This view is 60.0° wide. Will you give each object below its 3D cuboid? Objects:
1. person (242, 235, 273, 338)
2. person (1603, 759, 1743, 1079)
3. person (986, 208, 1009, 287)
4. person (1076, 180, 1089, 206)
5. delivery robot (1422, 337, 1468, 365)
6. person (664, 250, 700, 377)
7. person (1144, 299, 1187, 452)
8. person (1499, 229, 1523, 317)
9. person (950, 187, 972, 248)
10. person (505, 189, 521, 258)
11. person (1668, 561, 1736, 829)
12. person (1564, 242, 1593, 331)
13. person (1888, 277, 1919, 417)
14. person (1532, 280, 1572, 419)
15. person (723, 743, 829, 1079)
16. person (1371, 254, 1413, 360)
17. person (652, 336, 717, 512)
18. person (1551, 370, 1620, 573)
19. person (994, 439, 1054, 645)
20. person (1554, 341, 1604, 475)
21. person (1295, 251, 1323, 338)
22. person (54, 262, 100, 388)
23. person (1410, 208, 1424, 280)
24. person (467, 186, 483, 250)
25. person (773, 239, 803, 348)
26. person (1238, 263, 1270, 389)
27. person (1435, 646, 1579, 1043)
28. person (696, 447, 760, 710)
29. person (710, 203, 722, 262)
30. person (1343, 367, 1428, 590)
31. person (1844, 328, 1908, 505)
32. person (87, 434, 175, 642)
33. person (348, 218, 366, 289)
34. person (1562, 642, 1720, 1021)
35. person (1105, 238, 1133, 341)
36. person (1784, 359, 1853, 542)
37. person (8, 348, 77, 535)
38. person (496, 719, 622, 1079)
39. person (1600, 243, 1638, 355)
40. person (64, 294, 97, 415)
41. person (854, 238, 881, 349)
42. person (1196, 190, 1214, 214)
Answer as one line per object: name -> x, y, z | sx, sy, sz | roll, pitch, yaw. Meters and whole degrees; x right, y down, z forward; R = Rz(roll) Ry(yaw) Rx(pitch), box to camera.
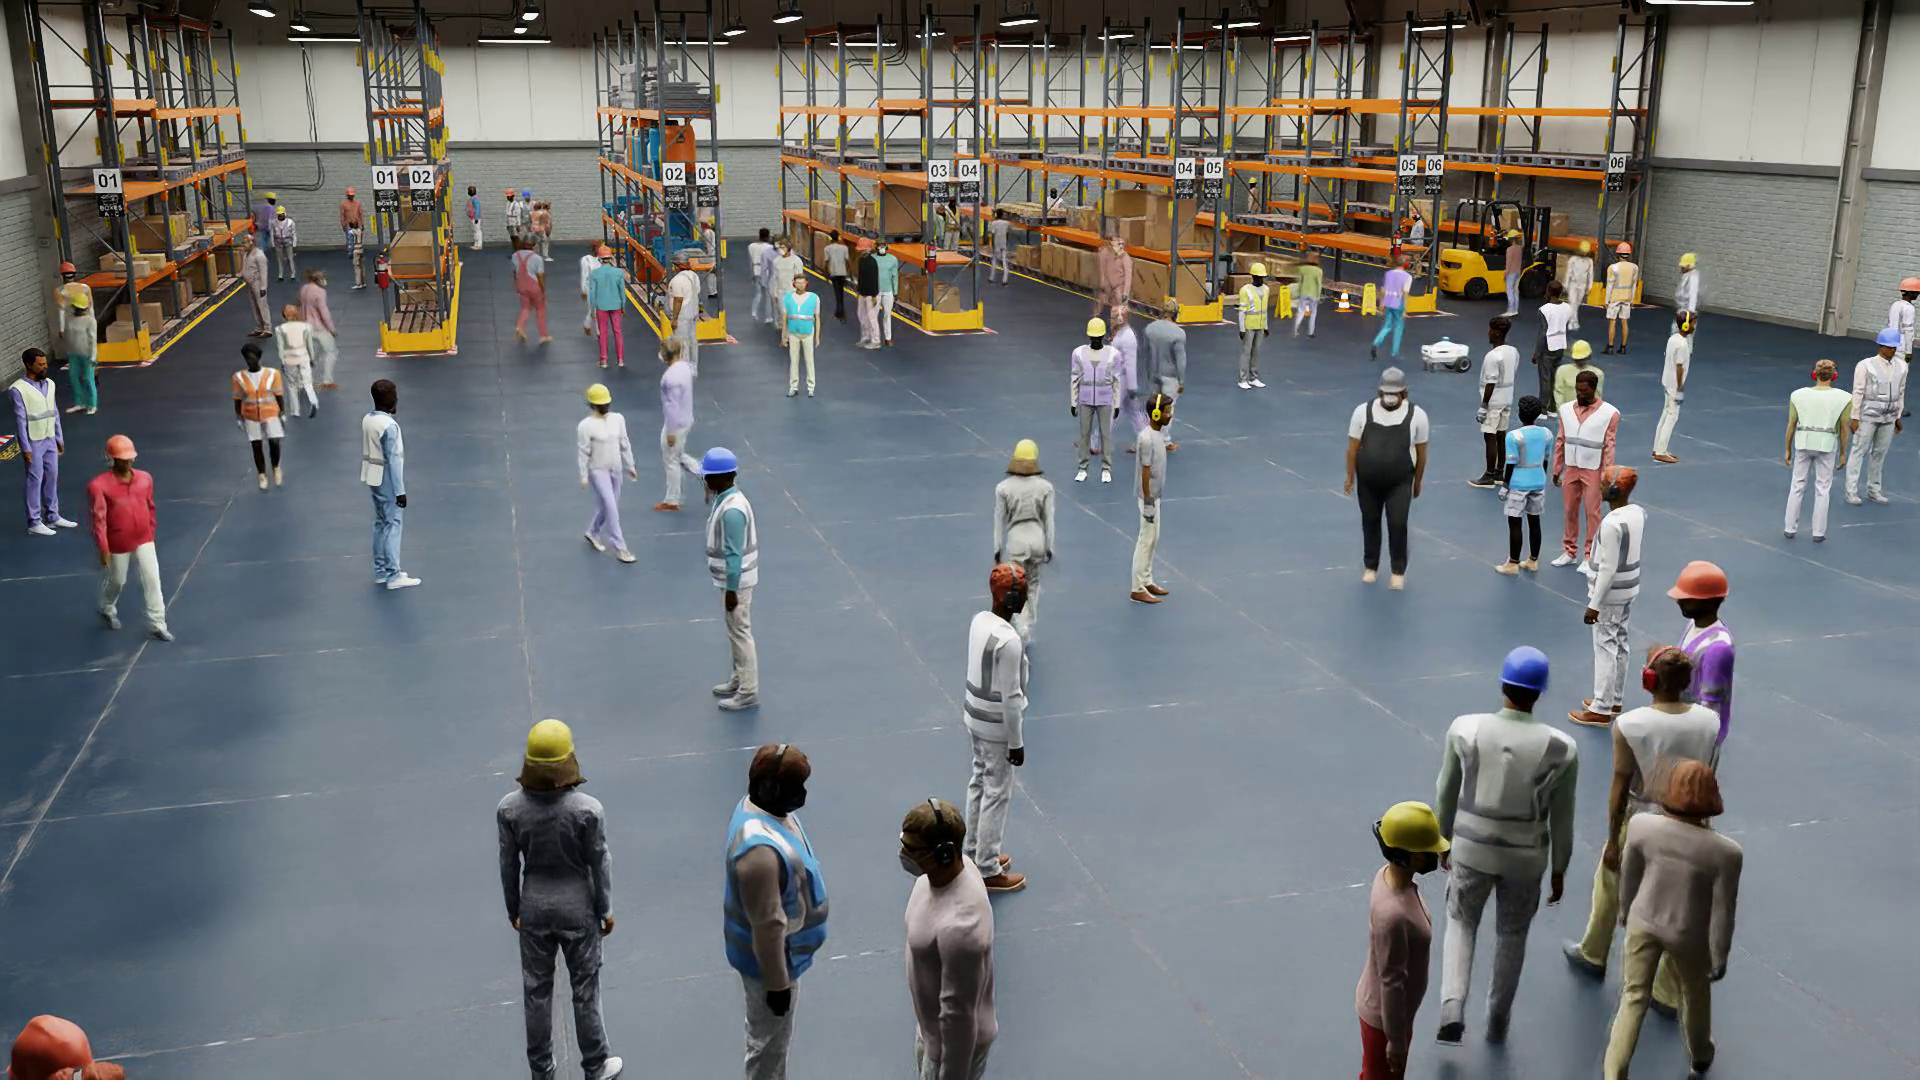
person -> -13.118, -4.716, 30.944 | 0.648, 1.904, 0.401 | 14, 20, 42
person -> 3.143, 1.722, 7.343 | 0.515, 1.582, 0.839 | 12, 19, 37
person -> 0.924, -6.977, 39.614 | 0.511, 1.823, 0.966 | -5, 16, -19
person -> 3.725, -9.962, 50.624 | 0.411, 1.938, 0.614 | 5, 16, 19
delivery robot -> 7.908, -3.063, 27.130 | 0.707, 0.478, 0.477 | -3, 15, -12
person -> -4.428, -3.571, 26.373 | 0.538, 2.000, 0.684 | 5, 16, 18
person -> 2.584, -2.054, 20.897 | 0.390, 1.928, 0.636 | -13, 20, -41
person -> 11.267, -5.450, 33.974 | 0.533, 1.767, 0.326 | -13, 20, -40
person -> 0.009, -9.577, 49.045 | 1.026, 1.993, 0.638 | -11, 19, -36
person -> -12.412, -8.764, 46.141 | 0.384, 1.929, 0.547 | -14, 20, -42
person -> 4.036, 1.051, 9.205 | 0.385, 1.929, 0.545 | 4, 15, 13
person -> 11.831, -4.825, 31.751 | 0.499, 1.681, 0.918 | 0, 15, -1
person -> 13.209, -2.709, 23.329 | 0.354, 1.939, 0.545 | 1, 15, 3
person -> 8.209, -2.643, 23.116 | 0.591, 1.919, 0.391 | -10, 18, -33
person -> -0.755, 1.713, 6.890 | 0.430, 1.837, 0.619 | -1, 15, -5
person -> 7.315, -3.926, 28.163 | 0.715, 1.809, 0.584 | -9, 17, -31
person -> -2.978, -1.230, 17.790 | 0.663, 1.924, 0.644 | 1, 15, 4
person -> 5.875, -0.660, 15.687 | 0.415, 1.907, 0.595 | -12, 19, -39
person -> 0.533, 0.069, 13.319 | 0.492, 1.714, 0.635 | -2, 15, -9
person -> 6.993, -1.417, 18.871 | 0.532, 1.715, 0.616 | 4, 15, 13
person -> 6.442, -4.525, 30.762 | 0.511, 1.621, 0.485 | 11, 18, 36
person -> -13.586, -3.297, 25.562 | 0.375, 1.927, 0.543 | 13, 19, 40
person -> 11.185, -7.259, 40.824 | 0.354, 1.743, 0.566 | 0, 15, 1
person -> -14.318, -9.497, 49.058 | 0.430, 1.845, 0.624 | -7, 16, -23
person -> -3.069, -4.396, 29.699 | 0.627, 1.933, 0.373 | 9, 17, 30
person -> 4.527, -3.285, 25.515 | 0.594, 1.924, 0.382 | -11, 18, -35
person -> 2.502, 1.454, 7.707 | 0.626, 1.919, 0.688 | 6, 16, 22
person -> -1.681, 0.272, 12.125 | 0.421, 1.938, 0.605 | -4, 15, -14
person -> -6.655, -8.543, 45.271 | 0.340, 1.942, 0.552 | 0, 15, 0
person -> 3.832, -0.570, 15.081 | 0.699, 2.000, 0.668 | 6, 16, 22
person -> 10.024, -1.348, 18.184 | 0.614, 1.946, 0.389 | -2, 15, -8
person -> -6.875, -0.034, 13.688 | 0.846, 1.724, 0.564 | 11, 18, 35
person -> -14.145, -6.715, 38.975 | 0.307, 1.641, 0.513 | 2, 15, 6
person -> 3.366, 1.378, 8.186 | 0.588, 1.808, 0.838 | -3, 15, -10
person -> 2.876, -4.517, 30.194 | 0.400, 1.907, 0.645 | -4, 15, -16
person -> 8.571, -0.888, 16.678 | 0.560, 1.836, 0.394 | 10, 18, 32
person -> -9.414, -1.010, 16.991 | 0.388, 1.912, 0.590 | 2, 15, 8
person -> -1.775, 1.625, 7.394 | 0.492, 1.742, 0.301 | 1, 15, 3
person -> 11.436, -4.179, 28.862 | 0.545, 1.938, 0.357 | -2, 15, -7
person -> -12.325, -2.603, 23.349 | 0.599, 1.717, 0.370 | 3, 15, 11
person -> -1.668, -4.386, 29.571 | 0.439, 1.971, 0.627 | -8, 17, -29
person -> 7.110, -9.426, 48.502 | 0.630, 1.985, 1.046 | -7, 16, -25
